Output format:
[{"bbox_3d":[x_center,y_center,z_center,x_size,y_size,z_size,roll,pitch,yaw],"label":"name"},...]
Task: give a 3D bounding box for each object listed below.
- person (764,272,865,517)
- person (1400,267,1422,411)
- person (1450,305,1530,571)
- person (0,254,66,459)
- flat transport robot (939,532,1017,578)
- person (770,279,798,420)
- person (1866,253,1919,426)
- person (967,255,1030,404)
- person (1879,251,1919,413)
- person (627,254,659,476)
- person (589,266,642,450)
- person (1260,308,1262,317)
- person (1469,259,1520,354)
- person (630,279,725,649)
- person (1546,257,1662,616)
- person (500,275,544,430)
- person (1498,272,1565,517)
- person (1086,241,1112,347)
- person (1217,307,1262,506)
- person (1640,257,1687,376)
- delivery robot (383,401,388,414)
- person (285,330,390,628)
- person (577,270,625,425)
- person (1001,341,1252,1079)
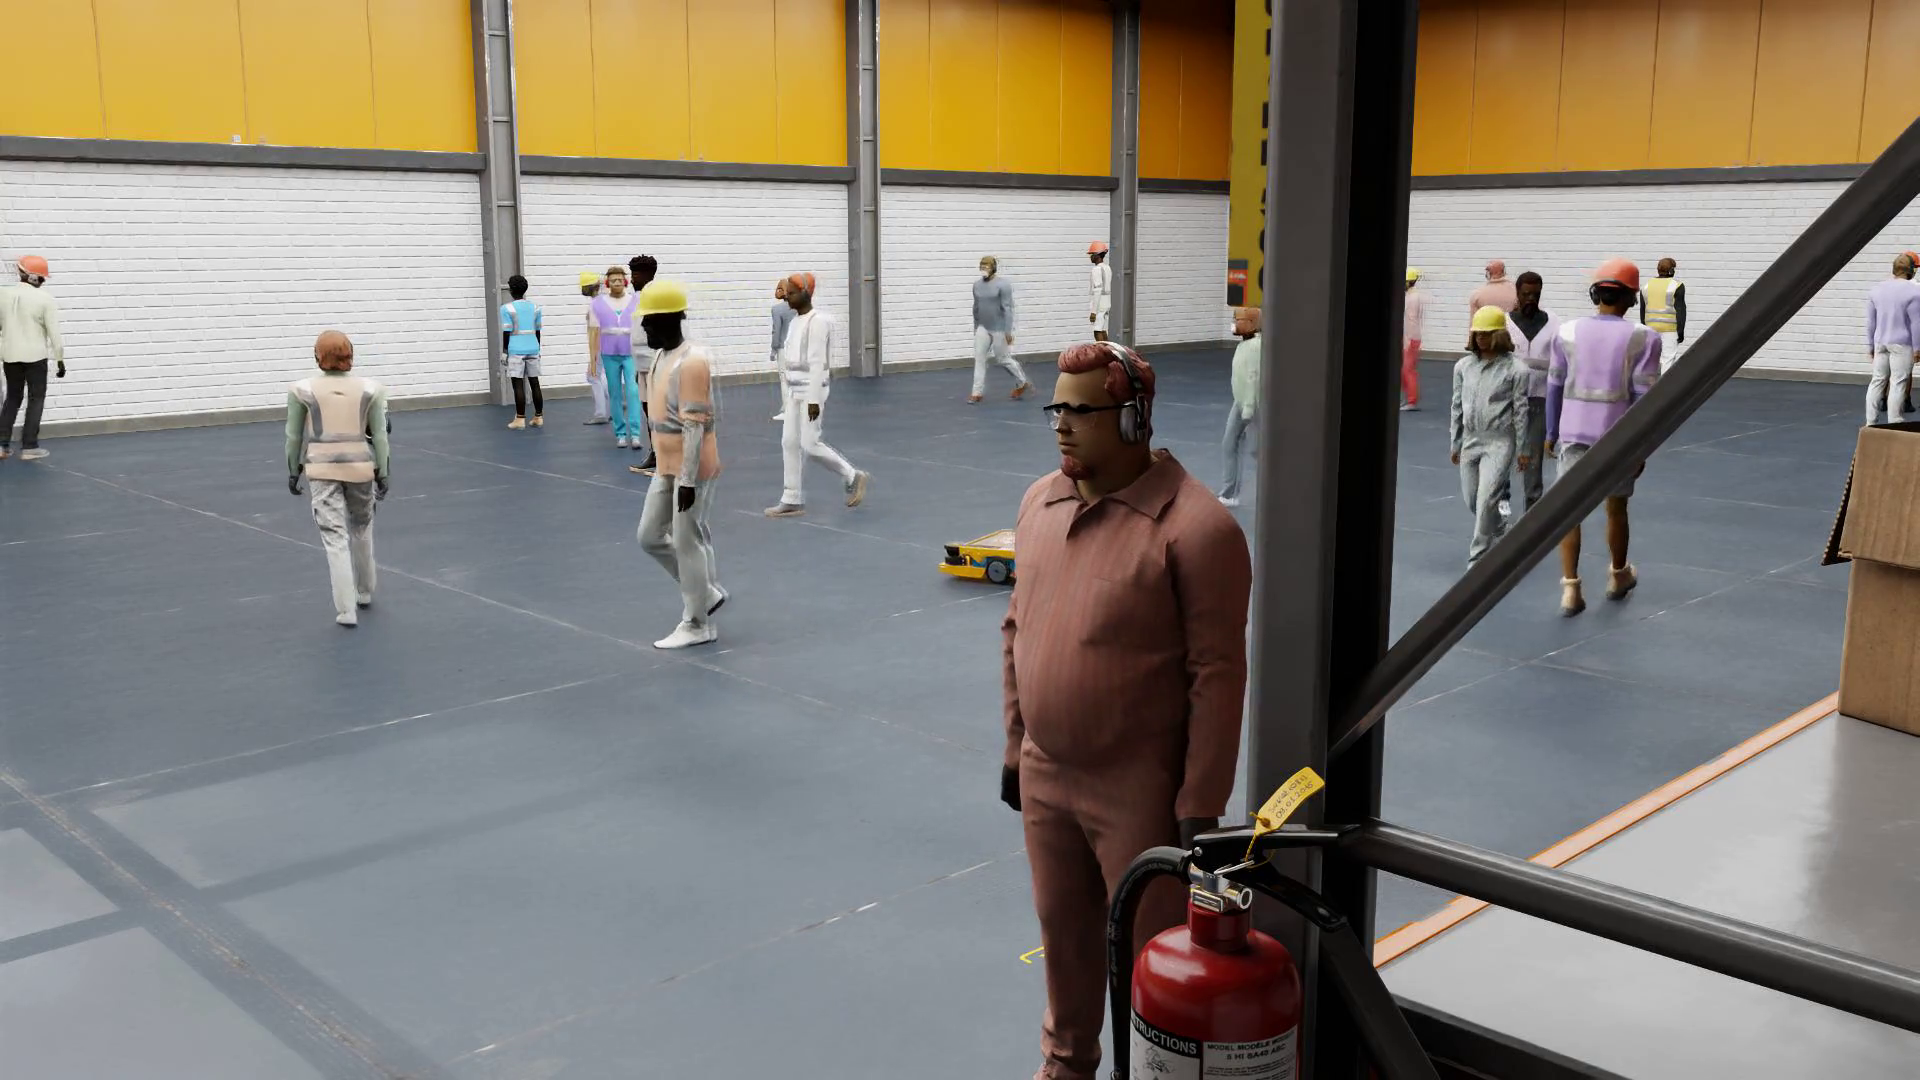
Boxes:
[{"bbox_3d":[-1.118,-1.102,12.640,0.710,1.863,0.593,-6,12,-31],"label":"person"},{"bbox_3d":[5.416,-2.426,20.178,0.388,1.754,0.530,-1,10,-5],"label":"person"},{"bbox_3d":[3.320,-0.607,10.352,0.488,1.715,0.744,10,14,43],"label":"person"},{"bbox_3d":[-8.930,-1.755,15.962,0.646,1.947,0.515,0,10,1],"label":"person"},{"bbox_3d":[0.653,0.121,10.316,1.431,0.197,0.652,5,11,25],"label":"flat transport robot"},{"bbox_3d":[-1.989,-2.200,19.251,0.284,1.633,0.497,9,14,42],"label":"person"},{"bbox_3d":[9.932,-2.062,17.671,0.355,1.936,0.635,-4,11,-22],"label":"person"},{"bbox_3d":[0.471,-2.692,21.258,0.668,1.897,0.932,9,14,40],"label":"person"},{"bbox_3d":[11.370,-2.508,20.113,0.547,1.934,0.376,9,14,40],"label":"person"},{"bbox_3d":[-2.747,-1.551,14.808,0.364,1.962,0.611,-7,12,-32],"label":"person"},{"bbox_3d":[-3.363,-1.787,16.484,0.606,1.813,0.854,-2,11,-11],"label":"person"},{"bbox_3d":[5.048,-3.651,26.551,0.514,1.862,0.316,3,11,18],"label":"person"},{"bbox_3d":[6.051,-2.224,18.729,0.646,1.874,0.809,3,11,16],"label":"person"},{"bbox_3d":[-1.464,-0.379,8.568,0.420,1.912,0.596,-6,12,-31],"label":"person"},{"bbox_3d":[3.682,-0.607,9.553,0.640,1.992,0.995,6,12,32],"label":"person"},{"bbox_3d":[-4.839,-2.068,18.357,0.317,1.695,0.540,8,13,37],"label":"person"},{"bbox_3d":[4.153,-1.042,12.309,0.618,1.859,1.024,1,10,5],"label":"person"},{"bbox_3d":[2.106,-3.546,25.478,0.391,2.040,0.615,4,11,22],"label":"person"},{"bbox_3d":[2.313,-1.042,12.997,0.720,1.610,0.499,-2,11,-10],"label":"person"},{"bbox_3d":[9.071,-2.707,21.445,0.429,1.847,0.627,-7,13,-34],"label":"person"},{"bbox_3d":[-6.276,-1.315,17.115,0.707,0.478,0.477,-2,11,-12],"label":"delivery robot"},{"bbox_3d":[-3.468,-0.352,9.251,0.521,1.607,0.794,-6,12,-30],"label":"person"},{"bbox_3d":[-4.088,-2.162,18.729,0.370,1.738,0.571,-1,10,-4],"label":"person"},{"bbox_3d":[0.313,0.514,3.710,0.402,1.906,0.652,-9,14,-41],"label":"person"}]
